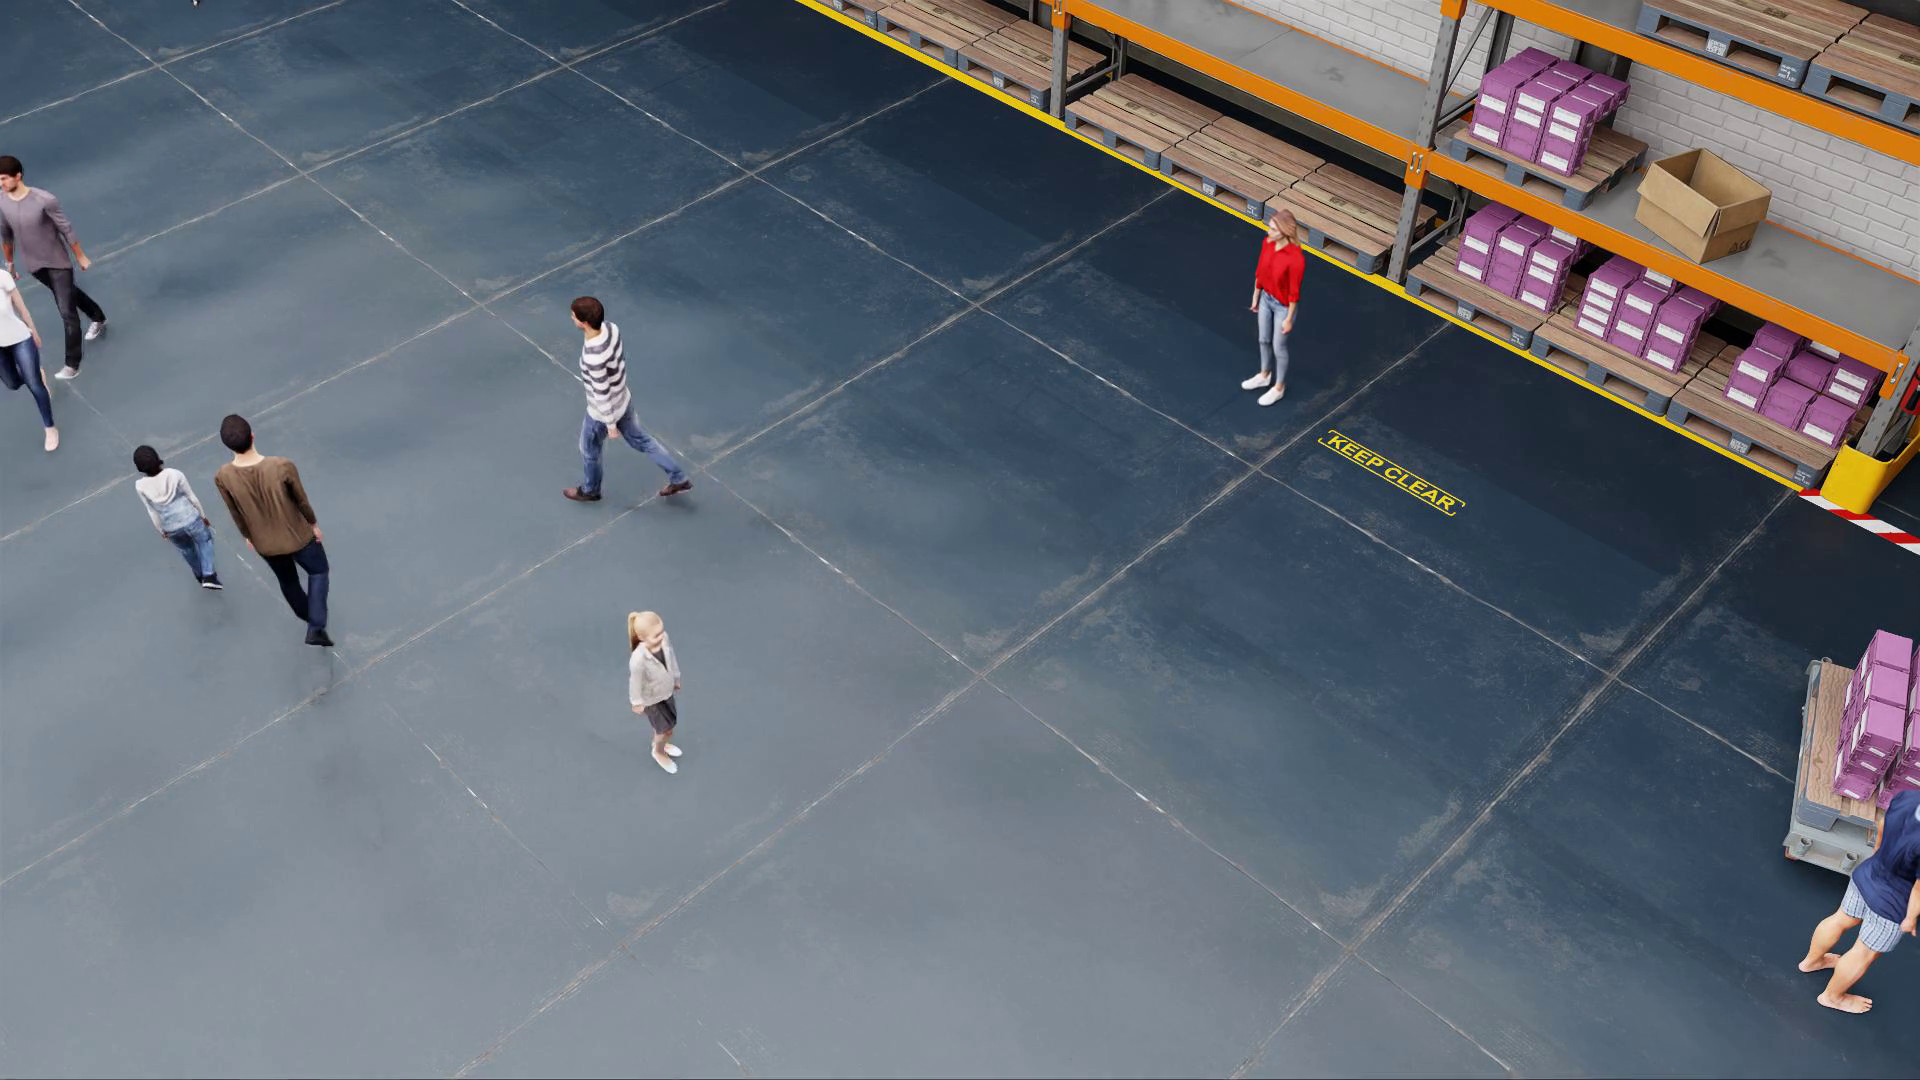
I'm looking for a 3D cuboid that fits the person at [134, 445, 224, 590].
[{"bbox_3d":[-5.314,-0.114,11.330,0.620,1.252,0.744,-15,46,-16],"label":"person"}]

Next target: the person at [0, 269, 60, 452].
[{"bbox_3d":[-7.118,-1.524,12.467,0.866,1.725,1.043,-11,45,-11],"label":"person"}]

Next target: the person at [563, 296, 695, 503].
[{"bbox_3d":[-2.382,-0.947,11.801,1.285,1.808,1.102,7,44,8],"label":"person"}]

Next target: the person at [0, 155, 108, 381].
[{"bbox_3d":[-7.177,-2.255,13.180,1.220,1.798,1.178,7,44,7],"label":"person"}]

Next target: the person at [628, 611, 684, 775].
[{"bbox_3d":[-1.929,0.897,10.257,0.628,1.267,0.589,21,47,20],"label":"person"}]

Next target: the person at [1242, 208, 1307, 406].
[{"bbox_3d":[2.446,-1.805,12.780,0.726,1.700,0.546,-24,49,-23],"label":"person"}]

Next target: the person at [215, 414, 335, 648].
[{"bbox_3d":[-4.387,0.004,10.756,0.919,1.873,1.030,-8,44,-9],"label":"person"}]

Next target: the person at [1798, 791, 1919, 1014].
[{"bbox_3d":[4.923,1.853,8.831,0.769,1.850,0.696,-3,44,-3],"label":"person"}]
